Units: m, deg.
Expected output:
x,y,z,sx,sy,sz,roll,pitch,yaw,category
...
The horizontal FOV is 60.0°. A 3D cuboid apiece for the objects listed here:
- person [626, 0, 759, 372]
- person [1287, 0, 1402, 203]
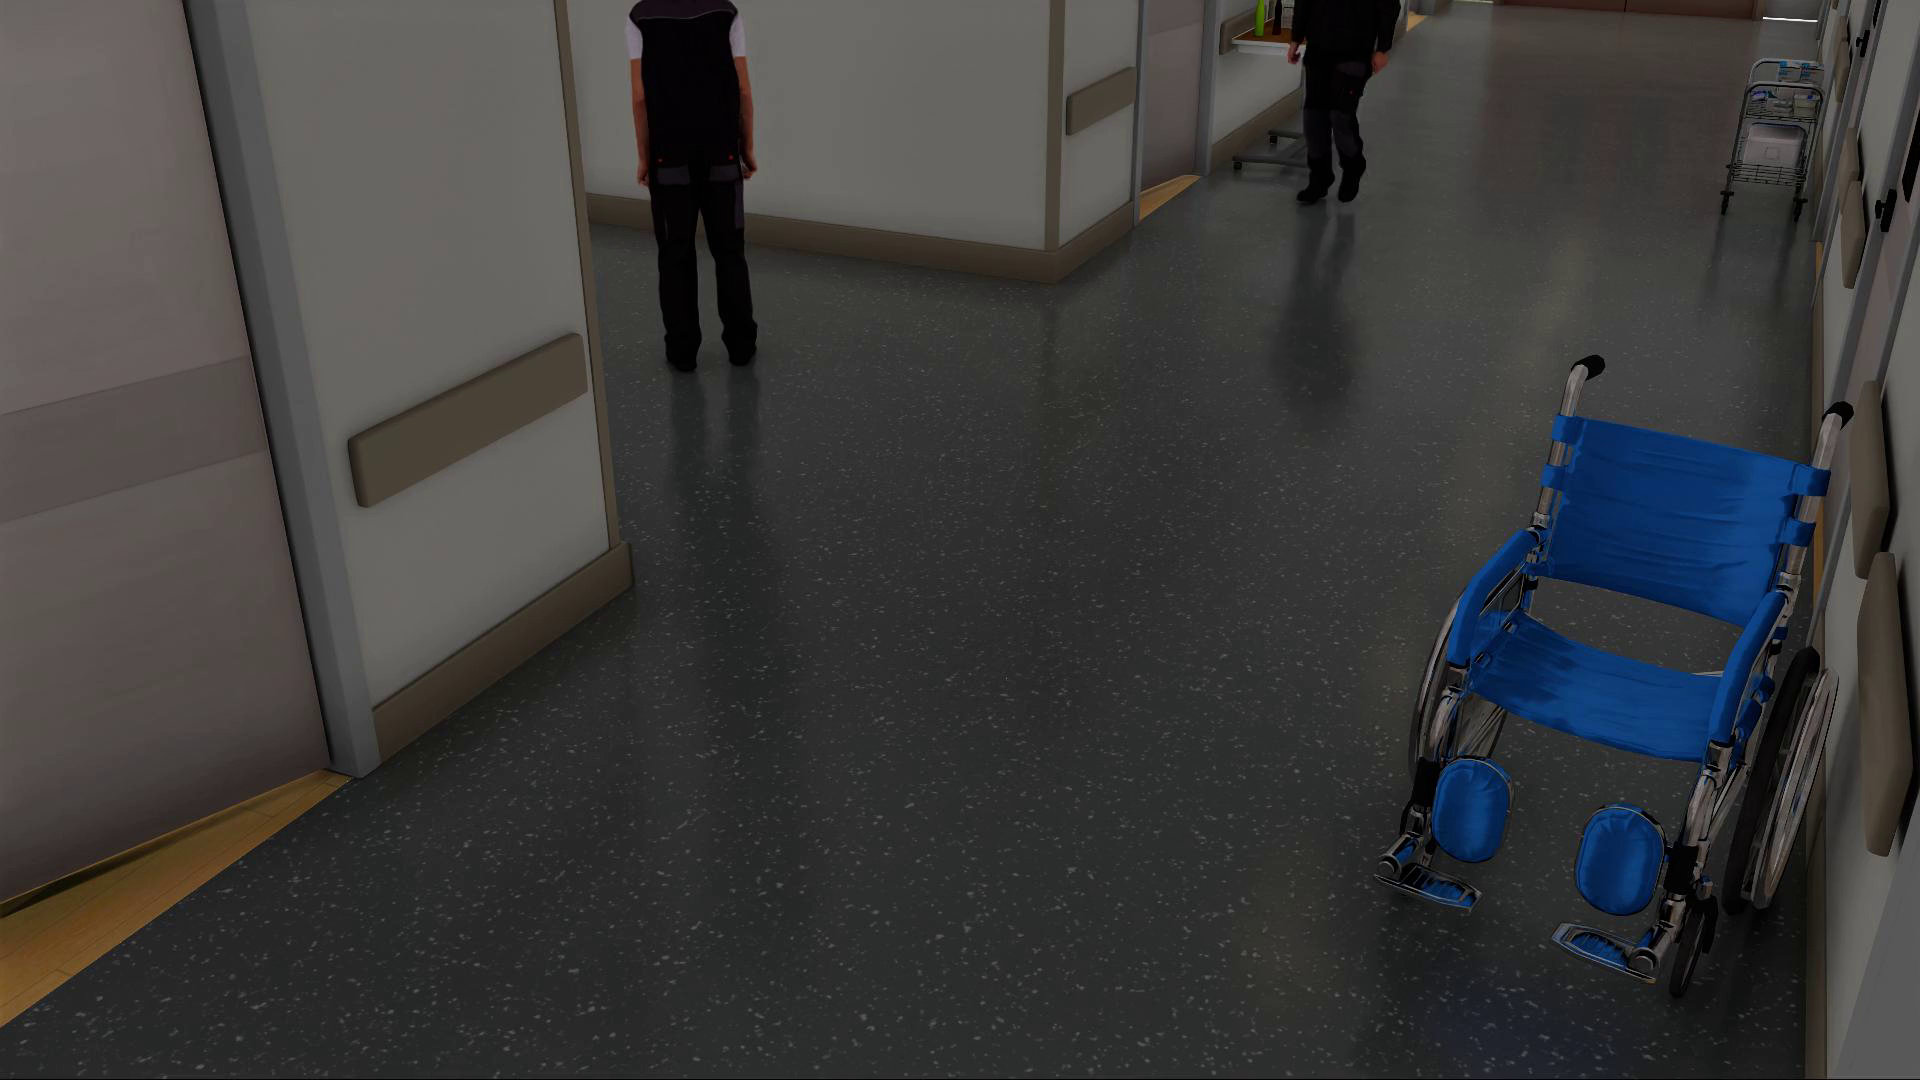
x,y,z,sx,sy,sz,roll,pitch,yaw,category
-1.110,-1.625,6.942,0.754,1.848,0.788,-6,26,-12,person
2.209,-2.858,9.500,0.850,1.847,0.799,22,33,37,person
